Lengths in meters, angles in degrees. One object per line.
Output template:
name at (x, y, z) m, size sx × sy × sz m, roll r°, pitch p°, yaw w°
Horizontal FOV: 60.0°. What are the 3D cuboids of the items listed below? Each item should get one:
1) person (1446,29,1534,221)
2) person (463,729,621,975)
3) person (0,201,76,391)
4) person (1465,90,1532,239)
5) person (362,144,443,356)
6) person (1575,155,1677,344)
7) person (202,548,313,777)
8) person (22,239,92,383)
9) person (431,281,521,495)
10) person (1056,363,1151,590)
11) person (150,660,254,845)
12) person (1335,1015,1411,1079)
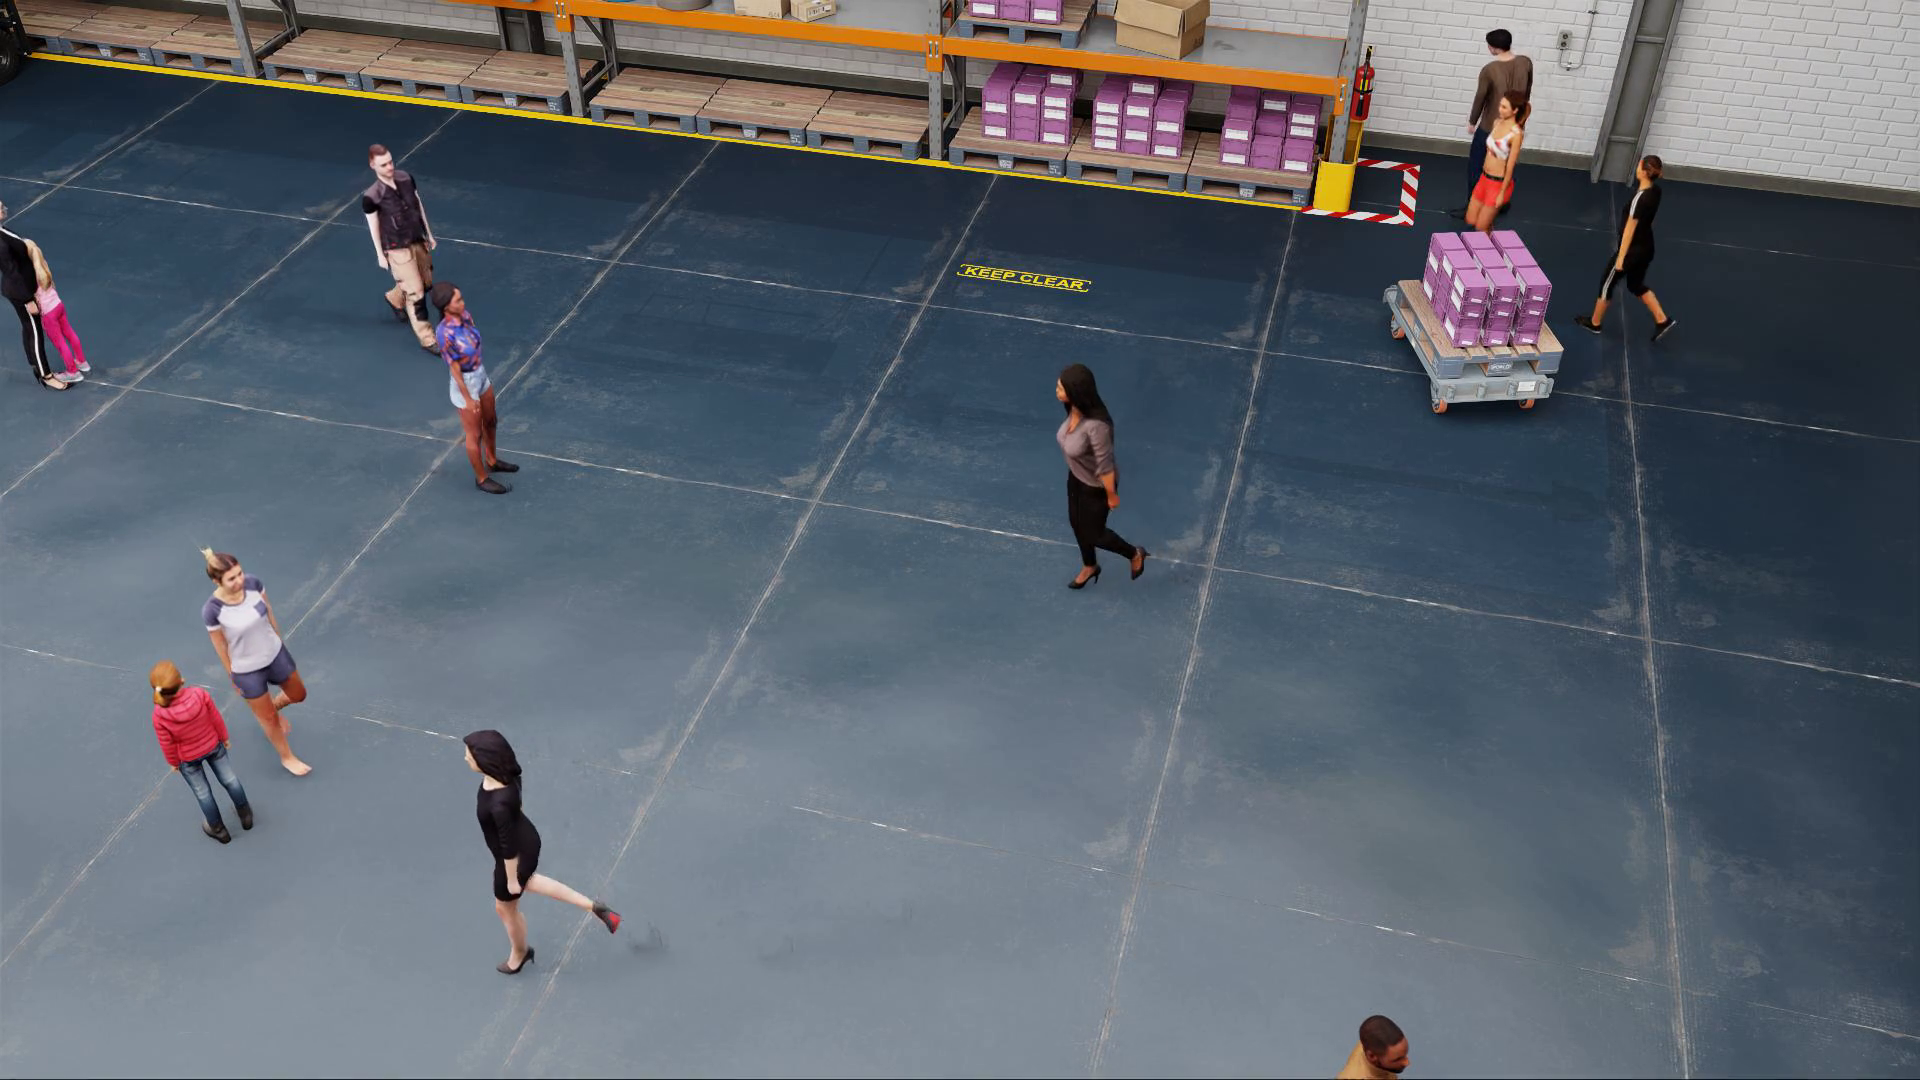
person at (5.102, -3.882, 15.575) m, size 0.723 × 1.853 × 0.968 m, roll 4°, pitch 39°, yaw 6°
person at (-2.236, 1.656, 8.697) m, size 1.036 × 1.784 × 0.822 m, roll -4°, pitch 39°, yaw -5°
person at (-7.517, -1.967, 13.295) m, size 0.755 × 1.705 × 0.663 m, roll -26°, pitch 45°, yaw -29°
person at (4.785, -3.119, 14.681) m, size 0.916 × 1.777 × 0.811 m, roll -11°, pitch 40°, yaw -14°
person at (-4.677, -2.466, 13.829) m, size 1.117 × 1.819 × 0.839 m, roll 20°, pitch 43°, yaw 23°
person at (5.708, -2.378, 13.866) m, size 1.123 × 1.635 × 0.941 m, roll 30°, pitch 48°, yaw 32°
person at (-4.269, 0.704, 10.024) m, size 0.847 × 1.614 × 0.710 m, roll 23°, pitch 44°, yaw 26°
person at (-7.413, -1.885, 13.542) m, size 0.535 × 1.271 × 0.511 m, roll 3°, pitch 39°, yaw 4°
person at (-3.640, -1.125, 12.212) m, size 0.554 × 1.743 × 0.593 m, roll 8°, pitch 39°, yaw 10°
person at (0.990, -0.396, 11.248) m, size 1.050 × 1.807 × 0.937 m, roll -13°, pitch 40°, yaw -16°
person at (-4.395, 1.221, 9.617) m, size 0.588 × 1.314 × 0.625 m, roll -29°, pitch 47°, yaw -31°
person at (1.739, 2.689, 7.377) m, size 0.629 × 1.816 × 0.700 m, roll 21°, pitch 43°, yaw 24°
